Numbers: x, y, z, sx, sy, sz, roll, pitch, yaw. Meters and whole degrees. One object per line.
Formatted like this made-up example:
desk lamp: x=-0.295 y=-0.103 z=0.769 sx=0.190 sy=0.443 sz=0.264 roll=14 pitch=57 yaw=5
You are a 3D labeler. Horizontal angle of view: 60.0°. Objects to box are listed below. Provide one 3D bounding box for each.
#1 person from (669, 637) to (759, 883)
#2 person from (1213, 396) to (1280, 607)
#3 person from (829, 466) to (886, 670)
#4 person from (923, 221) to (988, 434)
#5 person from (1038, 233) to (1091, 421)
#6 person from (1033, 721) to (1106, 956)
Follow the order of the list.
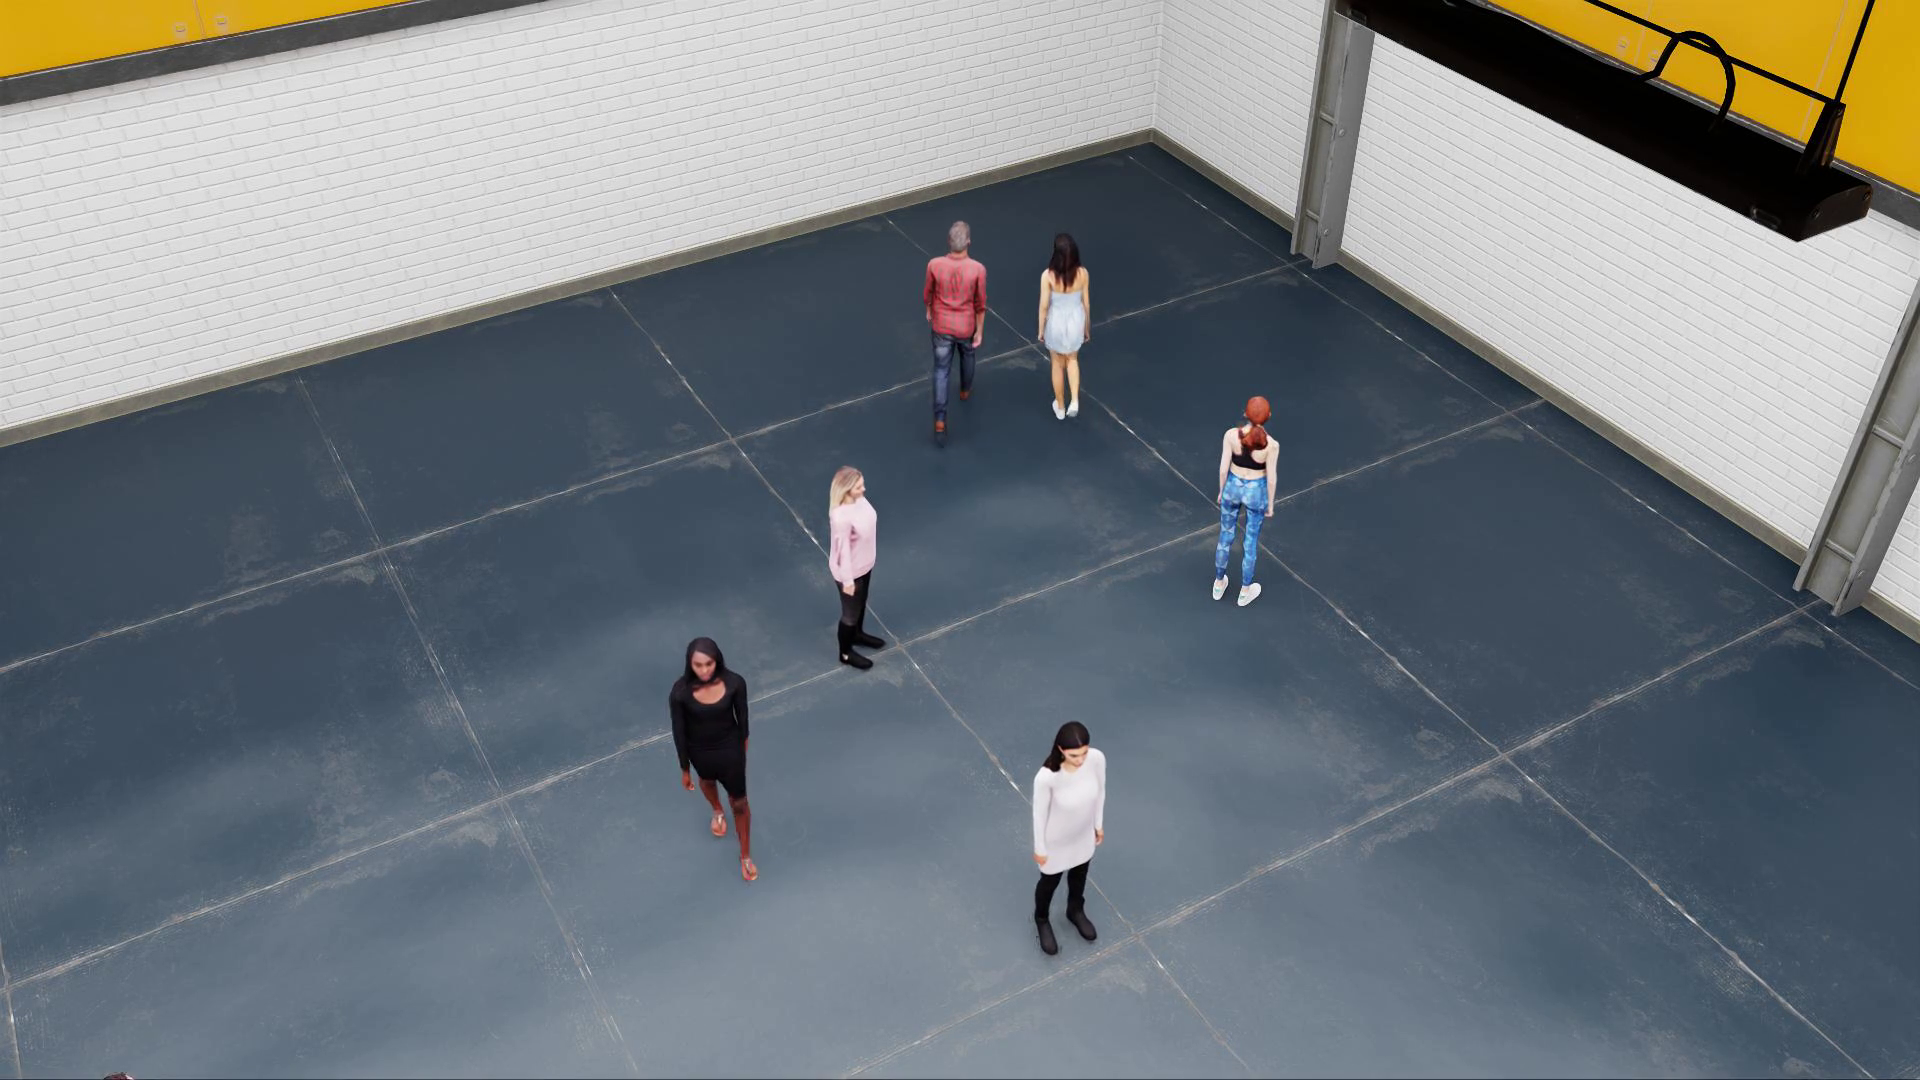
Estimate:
person: x=-1.521 y=1.211 z=10.164 sx=0.795 sy=1.693 sz=1.015 roll=-7 pitch=39 yaw=-9
person: x=2.047 y=-0.288 z=11.970 sx=0.669 sy=1.782 sz=0.742 roll=16 pitch=41 yaw=19
person: x=-0.757 y=0.167 z=11.479 sx=0.741 sy=1.684 sz=0.682 roll=9 pitch=40 yaw=11
person: x=-0.065 y=-1.722 z=13.757 sx=1.154 sy=1.791 sz=1.323 roll=3 pitch=39 yaw=4
person: x=0.880 y=-1.701 z=13.794 sx=0.707 sy=1.714 sz=0.838 roll=-9 pitch=39 yaw=-11
person: x=0.612 y=1.662 z=9.510 sx=0.612 sy=1.804 sz=0.522 roll=-17 pitch=42 yaw=-20
